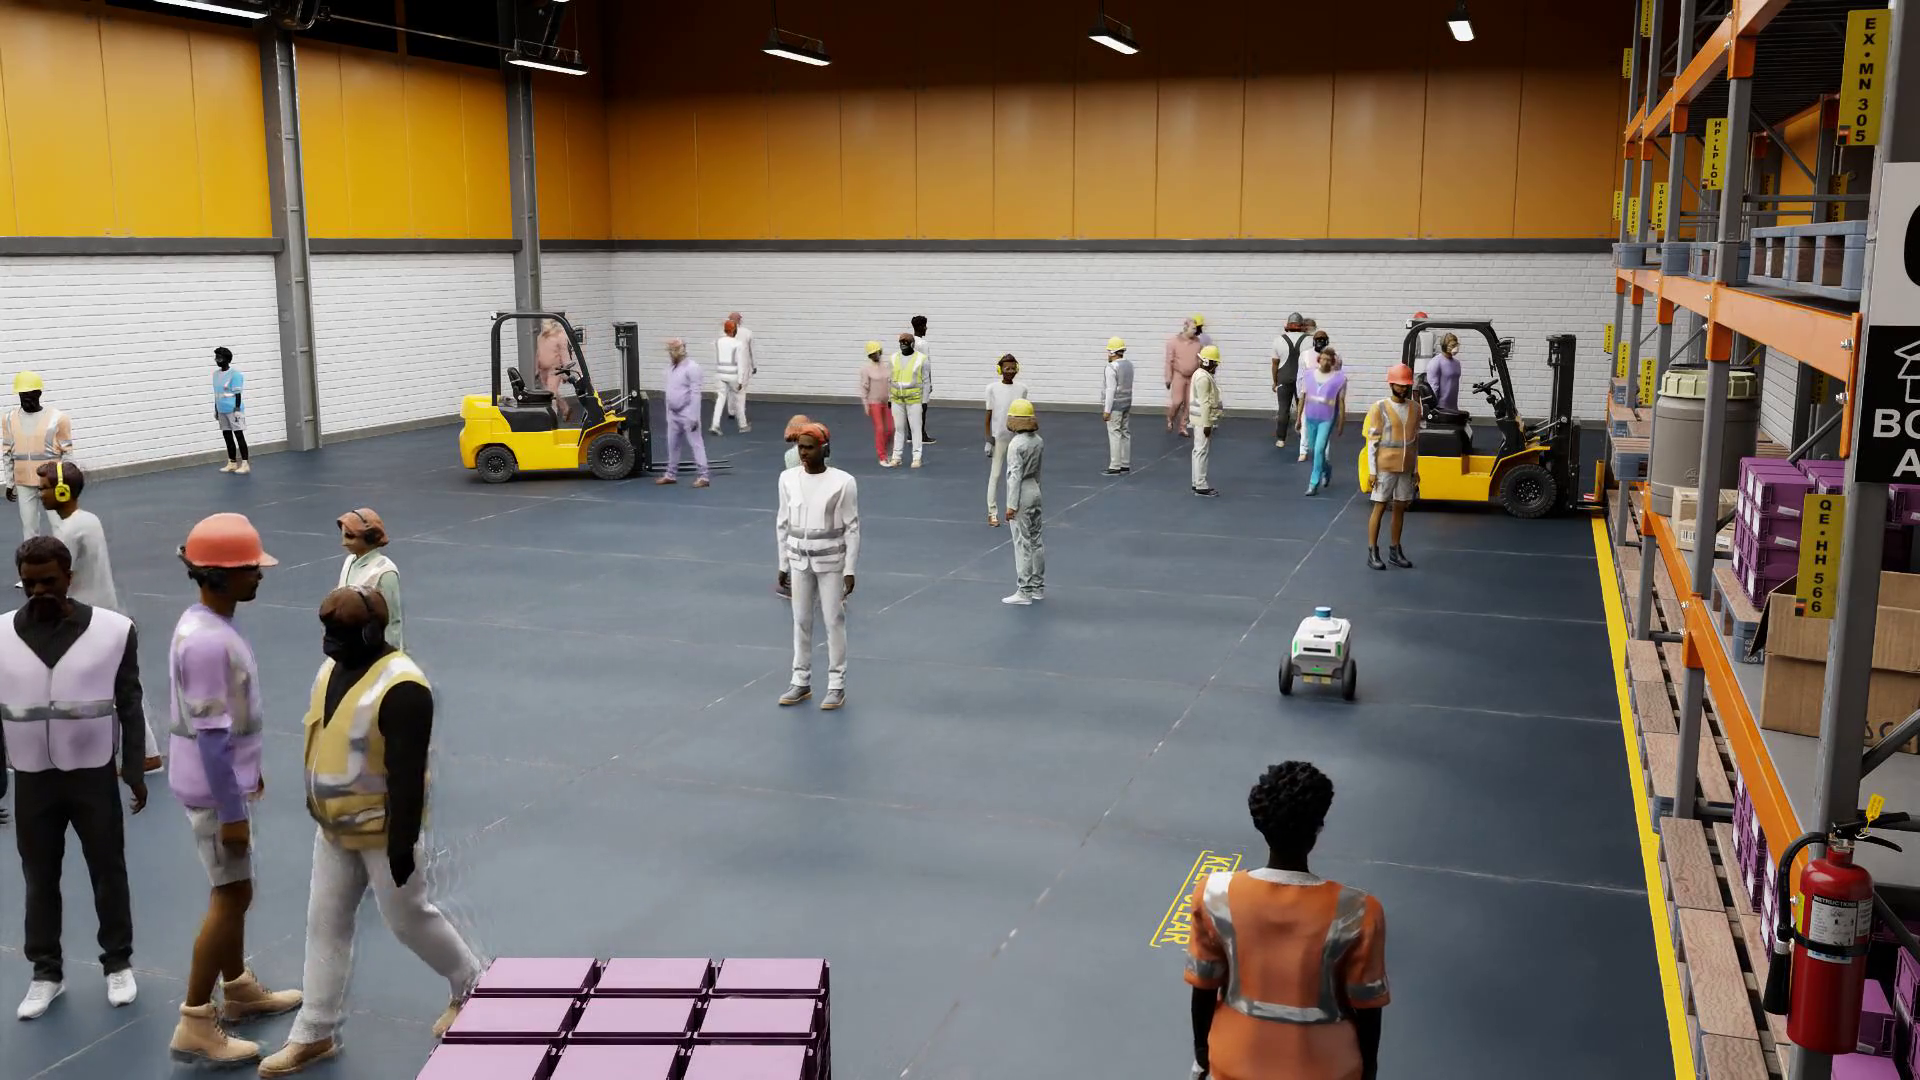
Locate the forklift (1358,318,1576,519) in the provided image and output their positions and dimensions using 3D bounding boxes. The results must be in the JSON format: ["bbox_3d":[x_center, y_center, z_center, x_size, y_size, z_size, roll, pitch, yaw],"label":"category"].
[{"bbox_3d":[5.787,-1.437,19.079,2.313,2.155,1.214,3,11,19],"label":"forklift"}]

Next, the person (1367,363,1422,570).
[{"bbox_3d":[4.081,-0.684,15.565,0.552,1.935,0.374,-4,11,-19],"label":"person"}]

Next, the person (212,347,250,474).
[{"bbox_3d":[-9.708,-1.720,22.084,0.534,1.691,0.320,6,12,29],"label":"person"}]

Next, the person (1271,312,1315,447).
[{"bbox_3d":[5.021,-2.415,25.022,0.674,2.000,0.535,2,10,12],"label":"person"}]

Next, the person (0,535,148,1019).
[{"bbox_3d":[-3.549,0.919,6.597,0.596,1.915,0.373,-4,11,-20],"label":"person"}]

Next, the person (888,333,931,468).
[{"bbox_3d":[-0.726,-1.904,22.702,0.619,1.845,0.430,4,11,19],"label":"person"}]

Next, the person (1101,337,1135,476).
[{"bbox_3d":[2.057,-1.758,21.902,0.403,1.832,0.593,7,13,36],"label":"person"}]

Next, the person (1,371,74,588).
[{"bbox_3d":[-8.174,-0.536,14.755,0.585,1.928,0.369,-1,10,-7],"label":"person"}]

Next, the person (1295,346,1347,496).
[{"bbox_3d":[4.436,-1.471,20.349,0.588,1.812,0.789,7,12,33],"label":"person"}]

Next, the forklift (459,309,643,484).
[{"bbox_3d":[-5.354,-1.902,21.697,2.313,2.155,1.214,-2,10,-13],"label":"forklift"}]

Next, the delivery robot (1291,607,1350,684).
[{"bbox_3d":[2.475,0.703,11.381,0.477,0.478,0.707,3,11,17],"label":"delivery robot"}]

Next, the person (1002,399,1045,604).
[{"bbox_3d":[0.526,-0.328,14.102,0.321,1.742,0.492,6,12,30],"label":"person"}]

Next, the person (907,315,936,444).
[{"bbox_3d":[-0.626,-2.452,25.436,0.367,1.966,0.606,-8,13,-37],"label":"person"}]

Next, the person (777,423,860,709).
[{"bbox_3d":[-0.937,0.172,10.901,0.574,1.881,0.357,4,11,22],"label":"person"}]

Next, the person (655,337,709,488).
[{"bbox_3d":[-3.489,-1.599,20.869,0.663,1.898,0.407,9,14,42],"label":"person"}]

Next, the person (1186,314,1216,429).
[{"bbox_3d":[3.921,-2.749,27.312,0.679,1.887,0.681,3,10,15],"label":"person"}]

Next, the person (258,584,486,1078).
[{"bbox_3d":[-2.184,1.045,6.202,0.640,1.811,0.865,9,13,40],"label":"person"}]

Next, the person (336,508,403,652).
[{"bbox_3d":[-3.168,0.635,8.973,0.513,1.640,0.309,9,14,42],"label":"person"}]

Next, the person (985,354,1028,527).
[{"bbox_3d":[0.515,-1.080,17.985,0.513,1.872,0.331,-4,11,-22],"label":"person"}]

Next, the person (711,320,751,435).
[{"bbox_3d":[-3.710,-2.602,26.650,0.576,1.845,0.951,4,11,20],"label":"person"}]

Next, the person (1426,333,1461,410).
[{"bbox_3d":[6.068,-1.622,20.840,0.627,1.940,0.372,-10,14,-44],"label":"person"}]

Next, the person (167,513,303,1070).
[{"bbox_3d":[-2.797,0.909,6.304,0.525,2.044,0.776,-4,11,-22],"label":"person"}]

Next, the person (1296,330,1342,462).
[{"bbox_3d":[5.014,-2.005,23.270,0.619,1.845,0.430,2,10,12],"label":"person"}]

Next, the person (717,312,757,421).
[{"bbox_3d":[-3.857,-3.017,28.910,0.650,1.867,0.946,0,10,-1],"label":"person"}]

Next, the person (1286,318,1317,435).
[{"bbox_3d":[5.328,-2.508,25.885,0.706,1.915,0.547,-9,14,-43],"label":"person"}]

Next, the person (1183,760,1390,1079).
[{"bbox_3d":[0.859,1.418,4.413,0.533,1.692,0.322,4,11,21],"label":"person"}]

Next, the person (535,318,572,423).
[{"bbox_3d":[-6.784,-2.822,27.745,0.648,1.883,0.800,7,12,35],"label":"person"}]

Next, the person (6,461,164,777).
[{"bbox_3d":[-5.008,0.474,9.344,0.915,1.832,0.513,-4,11,-22],"label":"person"}]

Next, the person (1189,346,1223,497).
[{"bbox_3d":[2.976,-1.440,20.144,0.403,1.822,0.588,0,10,1],"label":"person"}]

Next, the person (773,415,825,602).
[{"bbox_3d":[-1.310,-0.260,14.142,0.803,1.589,0.523,8,13,38],"label":"person"}]

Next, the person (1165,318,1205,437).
[{"bbox_3d":[3.562,-2.561,26.312,0.651,1.880,0.464,-3,10,-15],"label":"person"}]

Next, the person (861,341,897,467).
[{"bbox_3d":[-1.071,-1.858,22.761,0.549,1.719,0.392,-4,11,-24],"label":"person"}]

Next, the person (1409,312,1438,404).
[{"bbox_3d":[7.636,-2.818,27.611,0.543,1.928,0.373,-4,11,-22],"label":"person"}]
